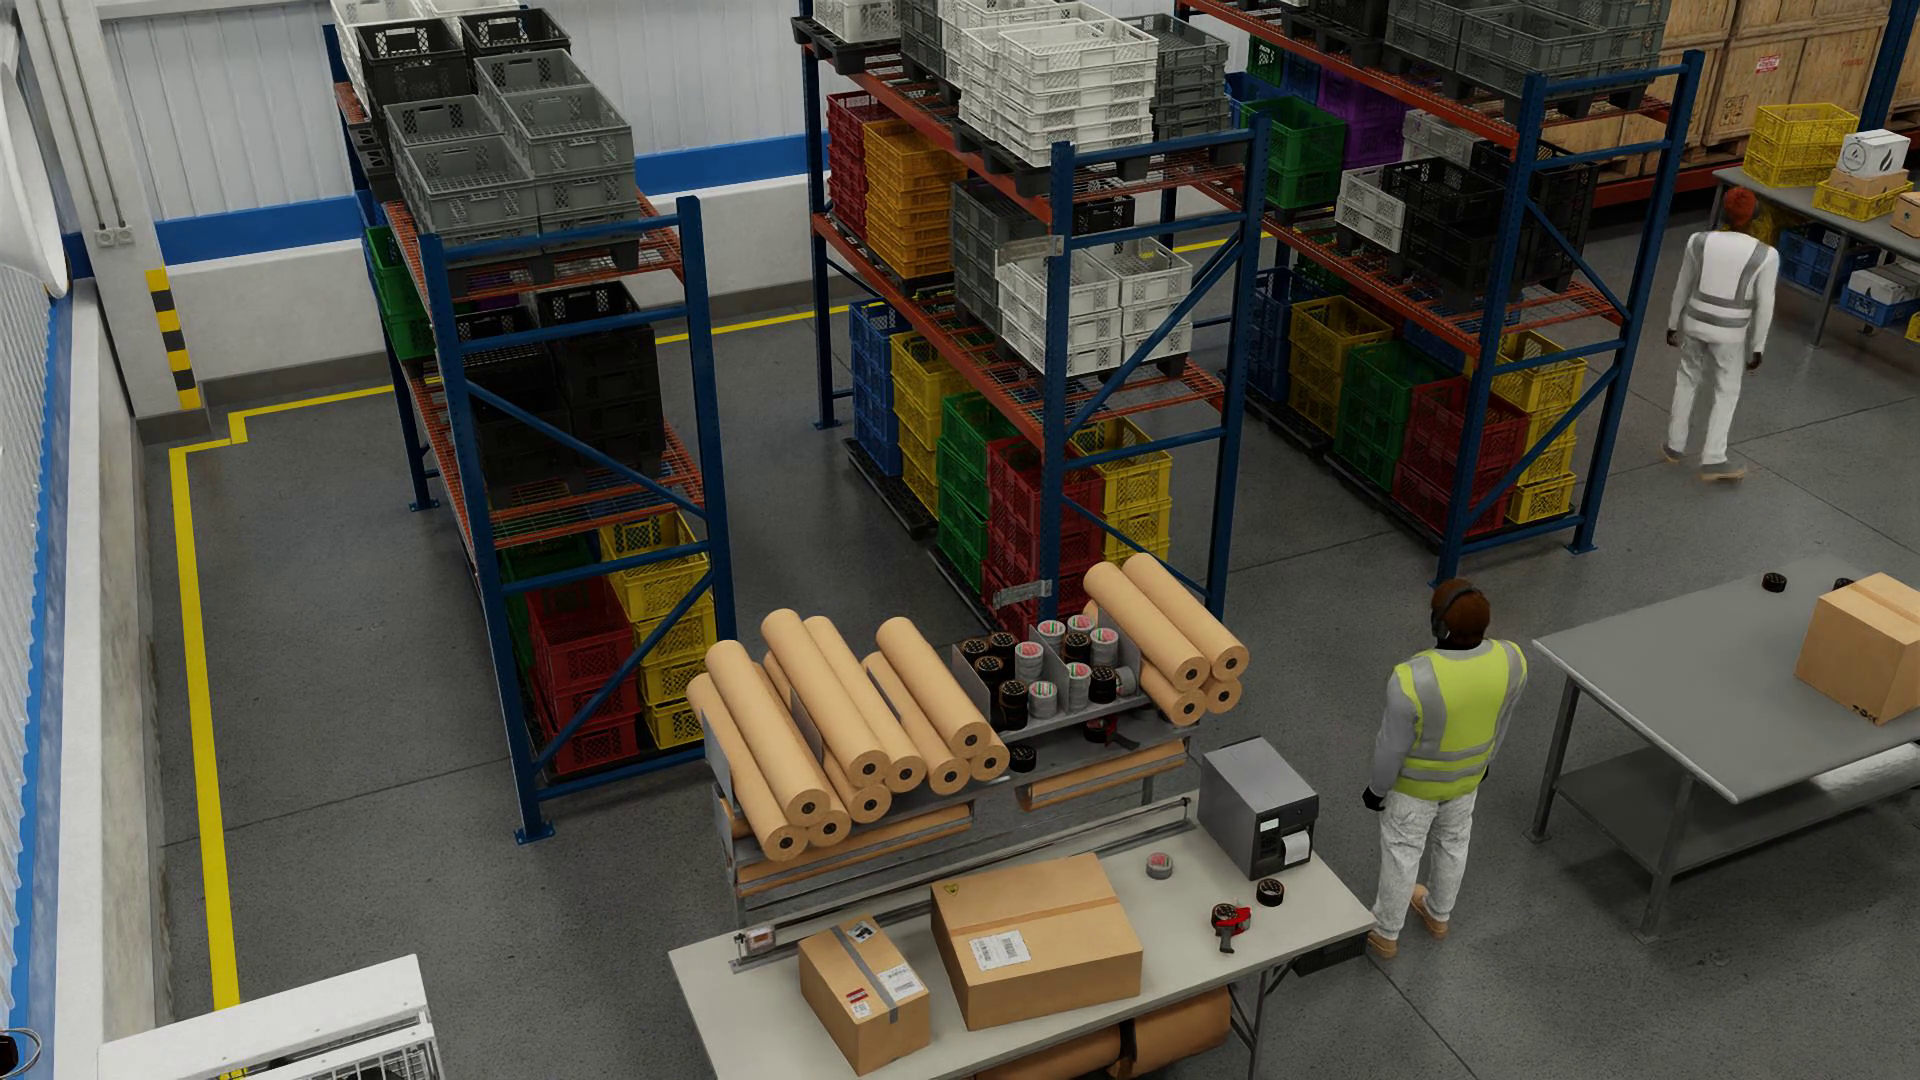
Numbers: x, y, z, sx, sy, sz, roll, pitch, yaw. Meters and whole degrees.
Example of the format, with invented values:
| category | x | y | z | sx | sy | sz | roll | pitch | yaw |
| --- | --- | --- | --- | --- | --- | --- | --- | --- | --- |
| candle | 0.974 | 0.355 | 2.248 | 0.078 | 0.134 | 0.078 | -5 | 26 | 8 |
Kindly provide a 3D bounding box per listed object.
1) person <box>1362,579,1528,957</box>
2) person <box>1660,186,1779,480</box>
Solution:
| category | x | y | z | sx | sy | sz | roll | pitch | yaw |
| --- | --- | --- | --- | --- | --- | --- | --- | --- | --- |
| person | 1.952 | 0.952 | 6.911 | 0.627 | 1.845 | 0.429 | -12 | 34 | -18 |
| person | 4.828 | -1.313 | 10.598 | 0.678 | 1.850 | 0.454 | 26 | 40 | 36 |
